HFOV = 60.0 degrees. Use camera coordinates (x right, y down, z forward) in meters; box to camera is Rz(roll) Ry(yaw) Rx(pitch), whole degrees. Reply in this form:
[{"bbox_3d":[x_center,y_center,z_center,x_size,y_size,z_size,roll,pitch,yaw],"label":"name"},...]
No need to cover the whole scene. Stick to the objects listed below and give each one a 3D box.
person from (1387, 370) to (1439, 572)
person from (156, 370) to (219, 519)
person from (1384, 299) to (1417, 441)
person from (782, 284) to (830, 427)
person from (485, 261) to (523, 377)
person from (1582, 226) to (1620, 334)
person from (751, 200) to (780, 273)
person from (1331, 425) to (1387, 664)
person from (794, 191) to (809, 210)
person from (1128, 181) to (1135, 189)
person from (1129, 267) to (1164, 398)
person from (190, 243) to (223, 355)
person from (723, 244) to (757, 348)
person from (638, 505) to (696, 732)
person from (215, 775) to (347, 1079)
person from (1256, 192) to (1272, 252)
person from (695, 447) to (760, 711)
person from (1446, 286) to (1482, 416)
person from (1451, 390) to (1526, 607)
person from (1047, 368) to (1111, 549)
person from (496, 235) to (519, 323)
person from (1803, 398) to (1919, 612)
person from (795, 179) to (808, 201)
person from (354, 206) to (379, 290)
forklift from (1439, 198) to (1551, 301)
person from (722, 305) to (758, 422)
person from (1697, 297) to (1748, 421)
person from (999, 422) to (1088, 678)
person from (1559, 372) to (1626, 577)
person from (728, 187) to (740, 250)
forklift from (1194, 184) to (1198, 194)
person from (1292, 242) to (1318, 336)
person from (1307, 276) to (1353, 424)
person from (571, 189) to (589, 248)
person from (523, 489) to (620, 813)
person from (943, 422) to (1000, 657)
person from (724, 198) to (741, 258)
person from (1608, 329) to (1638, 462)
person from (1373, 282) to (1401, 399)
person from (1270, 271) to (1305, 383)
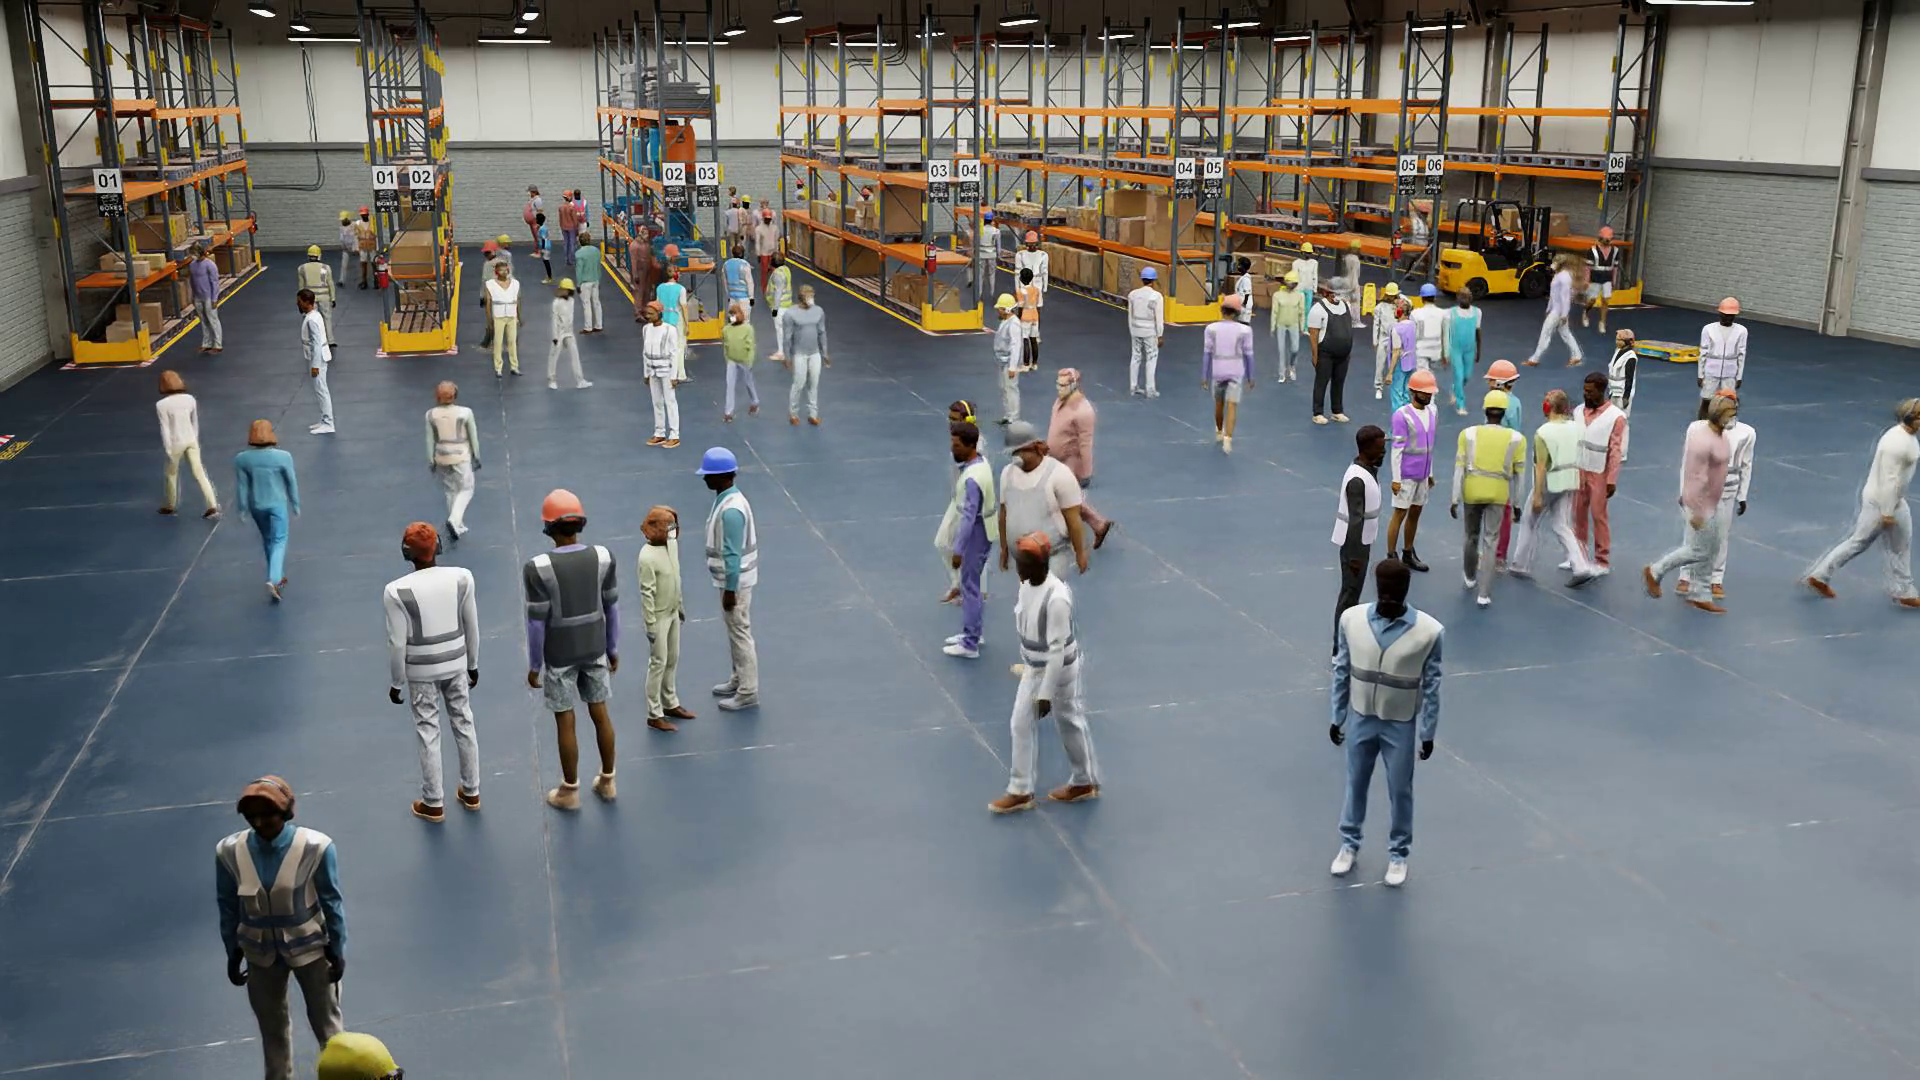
[{"bbox_3d":[4.245,-0.628,15.498,0.551,1.934,0.373,-10,18,-34],"label":"person"},{"bbox_3d":[-8.232,-1.008,17.600,0.872,1.590,0.509,8,17,27],"label":"person"},{"bbox_3d":[5.720,-2.206,21.610,0.390,1.846,0.565,11,18,35],"label":"person"},{"bbox_3d":[-2.101,-2.511,22.591,0.640,1.937,0.369,-11,18,-36],"label":"person"},{"bbox_3d":[-7.297,-3.540,26.637,0.573,1.841,0.374,-10,18,-33],"label":"person"},{"bbox_3d":[12.190,-4.966,31.678,0.614,2.023,0.791,1,15,3],"label":"person"},{"bbox_3d":[-4.972,-7.781,42.608,0.706,1.839,1.031,-6,16,-22],"label":"person"},{"bbox_3d":[3.104,0.037,13.032,0.373,1.917,0.595,5,16,18],"label":"person"},{"bbox_3d":[-4.702,-9.434,49.078,0.738,1.687,0.576,14,20,41],"label":"person"},{"bbox_3d":[5.589,-10.970,54.542,0.328,1.873,0.519,3,15,12],"label":"person"},{"bbox_3d":[2.779,-3.085,24.756,0.604,1.937,0.430,12,19,39],"label":"person"},{"bbox_3d":[-13.122,-4.191,28.913,0.627,1.934,0.370,8,17,28],"label":"person"},{"bbox_3d":[-3.911,-4.343,29.657,0.627,1.846,0.429,9,17,31],"label":"person"},{"bbox_3d":[-2.083,0.542,11.700,0.289,1.623,0.507,4,15,14],"label":"person"},{"bbox_3d":[-2.869,1.764,7.089,0.519,1.632,0.317,-1,15,-3],"label":"person"},{"bbox_3d":[8.822,-9.288,48.149,0.401,1.904,0.651,-5,16,-17],"label":"person"},{"bbox_3d":[-1.685,0.272,12.125,0.421,1.938,0.604,-4,15,-14],"label":"person"},{"bbox_3d":[7.091,-2.705,23.572,0.520,1.812,0.743,0,15,0],"label":"person"},{"bbox_3d":[4.684,-0.383,14.761,0.606,1.853,0.959,5,16,18],"label":"person"},{"bbox_3d":[1.103,-0.738,16.010,0.797,1.882,0.656,-5,16,-18],"label":"person"},{"bbox_3d":[-8.987,-5.168,32.957,0.493,1.742,0.299,11,18,35],"label":"person"},{"bbox_3d":[8.027,-0.336,14.526,1.017,1.889,0.673,13,20,40],"label":"person"},{"bbox_3d":[-4.947,-10.255,51.726,0.362,1.935,0.552,11,19,36],"label":"person"},{"bbox_3d":[-13.798,-6.809,38.755,0.547,1.938,0.377,-3,15,-10],"label":"person"},{"bbox_3d":[11.913,-6.508,37.130,2.313,2.155,1.214,-4,15,-15],"label":"forklift"},{"bbox_3d":[-3.058,-2.480,23.121,0.501,1.596,0.844,4,15,15],"label":"person"},{"bbox_3d":[9.665,-2.116,21.120,0.547,1.929,0.386,4,15,15],"label":"person"},{"bbox_3d":[0.564,0.053,12.738,0.776,2.000,0.844,11,19,37],"label":"person"},{"bbox_3d":[5.932,-0.626,15.561,0.388,1.903,0.601,-7,16,-24],"label":"person"},{"bbox_3d":[-6.638,-9.473,48.978,0.348,1.839,0.503,1,15,5],"label":"person"},{"bbox_3d":[7.392,-11.333,53.972,1.873,2.768,1.129,-4,15,-15],"label":"forklift"},{"bbox_3d":[6.440,-4.680,31.096,0.527,1.759,0.344,-4,15,-14],"label":"person"},{"bbox_3d":[5.097,-2.603,22.732,0.689,2.000,0.535,-8,17,-28],"label":"person"},{"bbox_3d":[-10.916,-9.115,47.624,0.624,1.840,0.430,-8,17,-26],"label":"person"},{"bbox_3d":[-2.418,0.685,10.359,0.614,2.038,0.396,-11,19,-37],"label":"person"},{"bbox_3d":[0.098,-0.010,13.231,0.457,1.907,0.609,0,15,2],"label":"person"},{"bbox_3d":[-6.134,-8.446,45.328,0.578,1.722,0.652,-2,15,-7],"label":"person"},{"bbox_3d":[8.108,-1.772,20.398,0.312,1.633,0.516,0,15,1],"label":"person"},{"bbox_3d":[6.355,-2.943,24.607,0.490,1.731,0.324,1,15,4],"label":"person"},{"bbox_3d":[5.118,-3.332,26.051,0.563,1.747,0.405,1,15,4],"label":"person"}]
